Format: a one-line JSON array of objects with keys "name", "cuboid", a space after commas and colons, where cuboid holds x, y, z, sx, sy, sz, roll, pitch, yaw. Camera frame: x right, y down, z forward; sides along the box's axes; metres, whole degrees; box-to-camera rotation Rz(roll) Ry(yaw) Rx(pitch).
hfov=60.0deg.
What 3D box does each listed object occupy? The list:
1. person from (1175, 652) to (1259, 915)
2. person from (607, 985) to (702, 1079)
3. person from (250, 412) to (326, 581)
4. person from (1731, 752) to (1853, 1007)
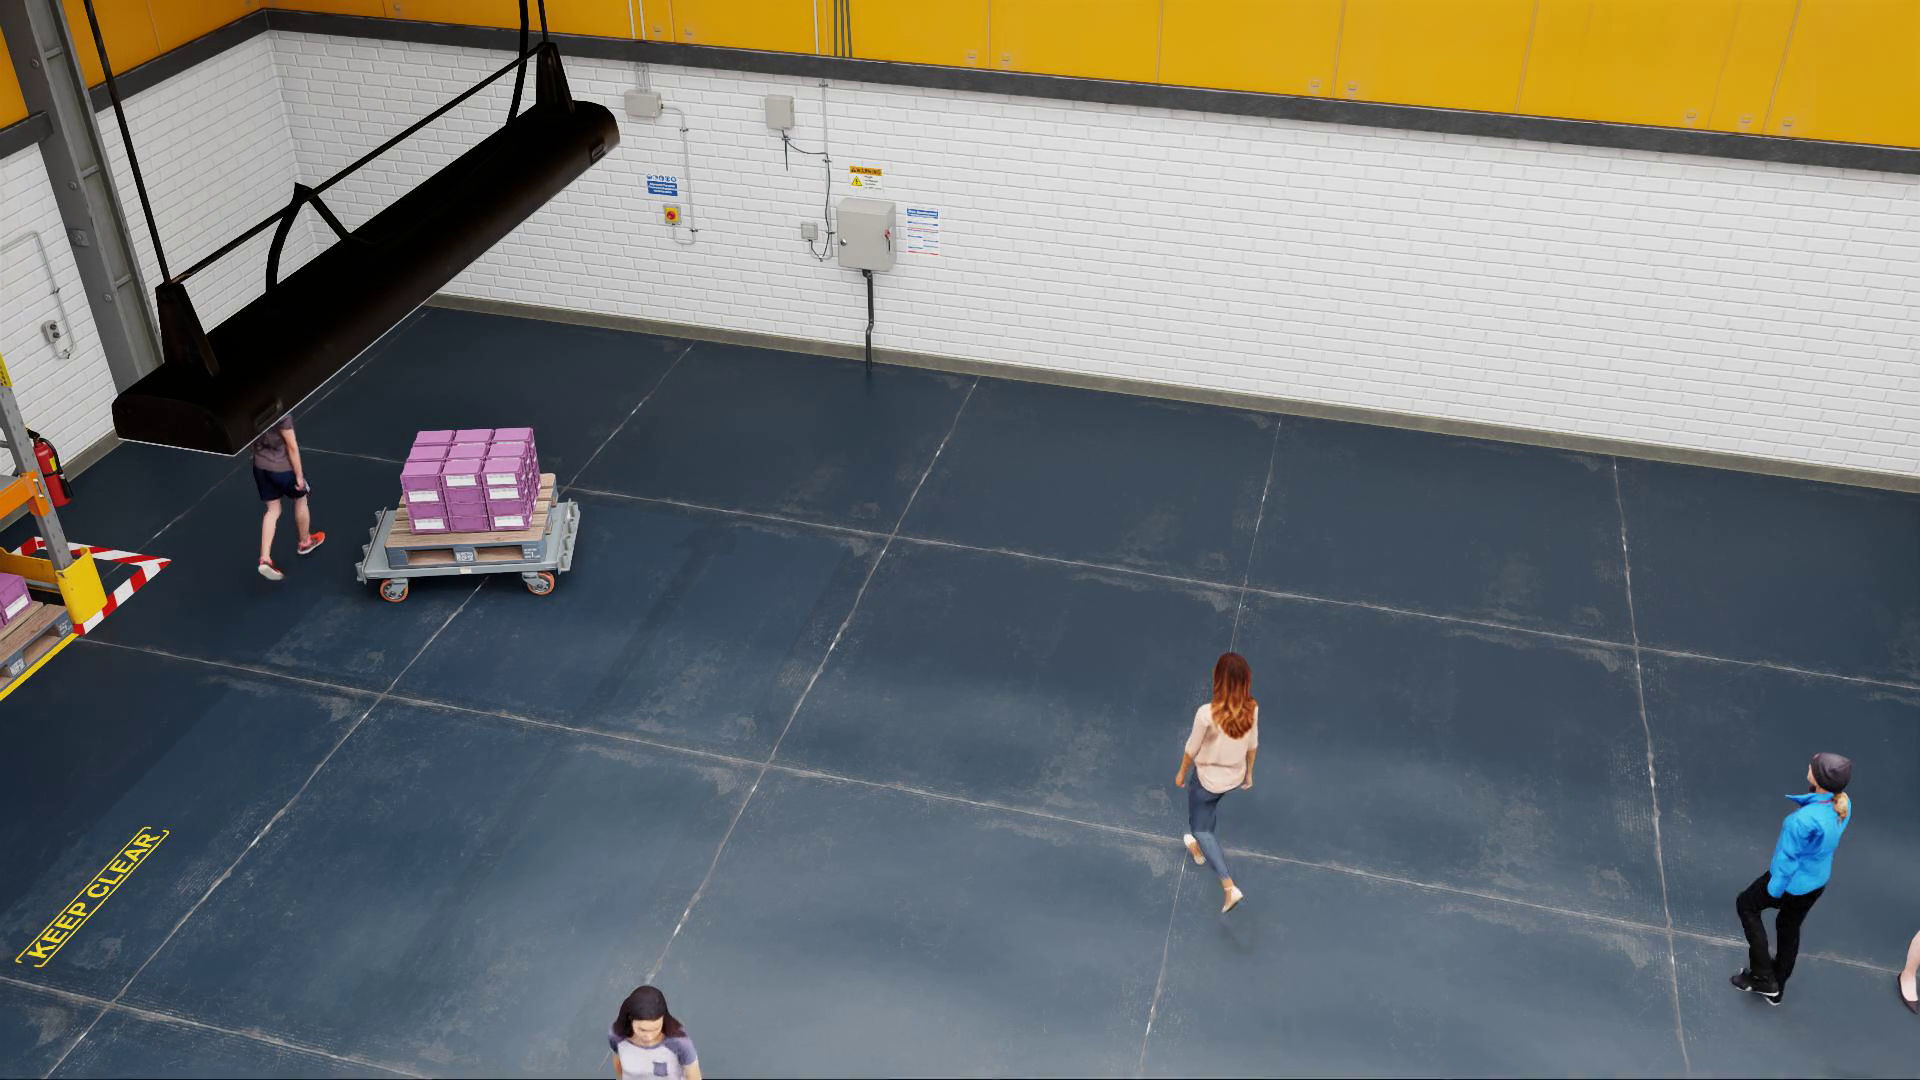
[{"name": "person", "cuboid": [1.592, 1.506, 10.104, 1.013, 1.755, 1.144, -12, 36, -18]}, {"name": "person", "cuboid": [-1.503, 2.723, 8.337, 0.790, 1.684, 1.097, 3, 34, 4]}, {"name": "person", "cuboid": [-5.425, -0.516, 13.088, 0.662, 1.820, 1.076, 7, 34, 11]}, {"name": "person", "cuboid": [4.783, 1.976, 9.371, 0.748, 1.783, 0.796, -13, 36, -19]}]
